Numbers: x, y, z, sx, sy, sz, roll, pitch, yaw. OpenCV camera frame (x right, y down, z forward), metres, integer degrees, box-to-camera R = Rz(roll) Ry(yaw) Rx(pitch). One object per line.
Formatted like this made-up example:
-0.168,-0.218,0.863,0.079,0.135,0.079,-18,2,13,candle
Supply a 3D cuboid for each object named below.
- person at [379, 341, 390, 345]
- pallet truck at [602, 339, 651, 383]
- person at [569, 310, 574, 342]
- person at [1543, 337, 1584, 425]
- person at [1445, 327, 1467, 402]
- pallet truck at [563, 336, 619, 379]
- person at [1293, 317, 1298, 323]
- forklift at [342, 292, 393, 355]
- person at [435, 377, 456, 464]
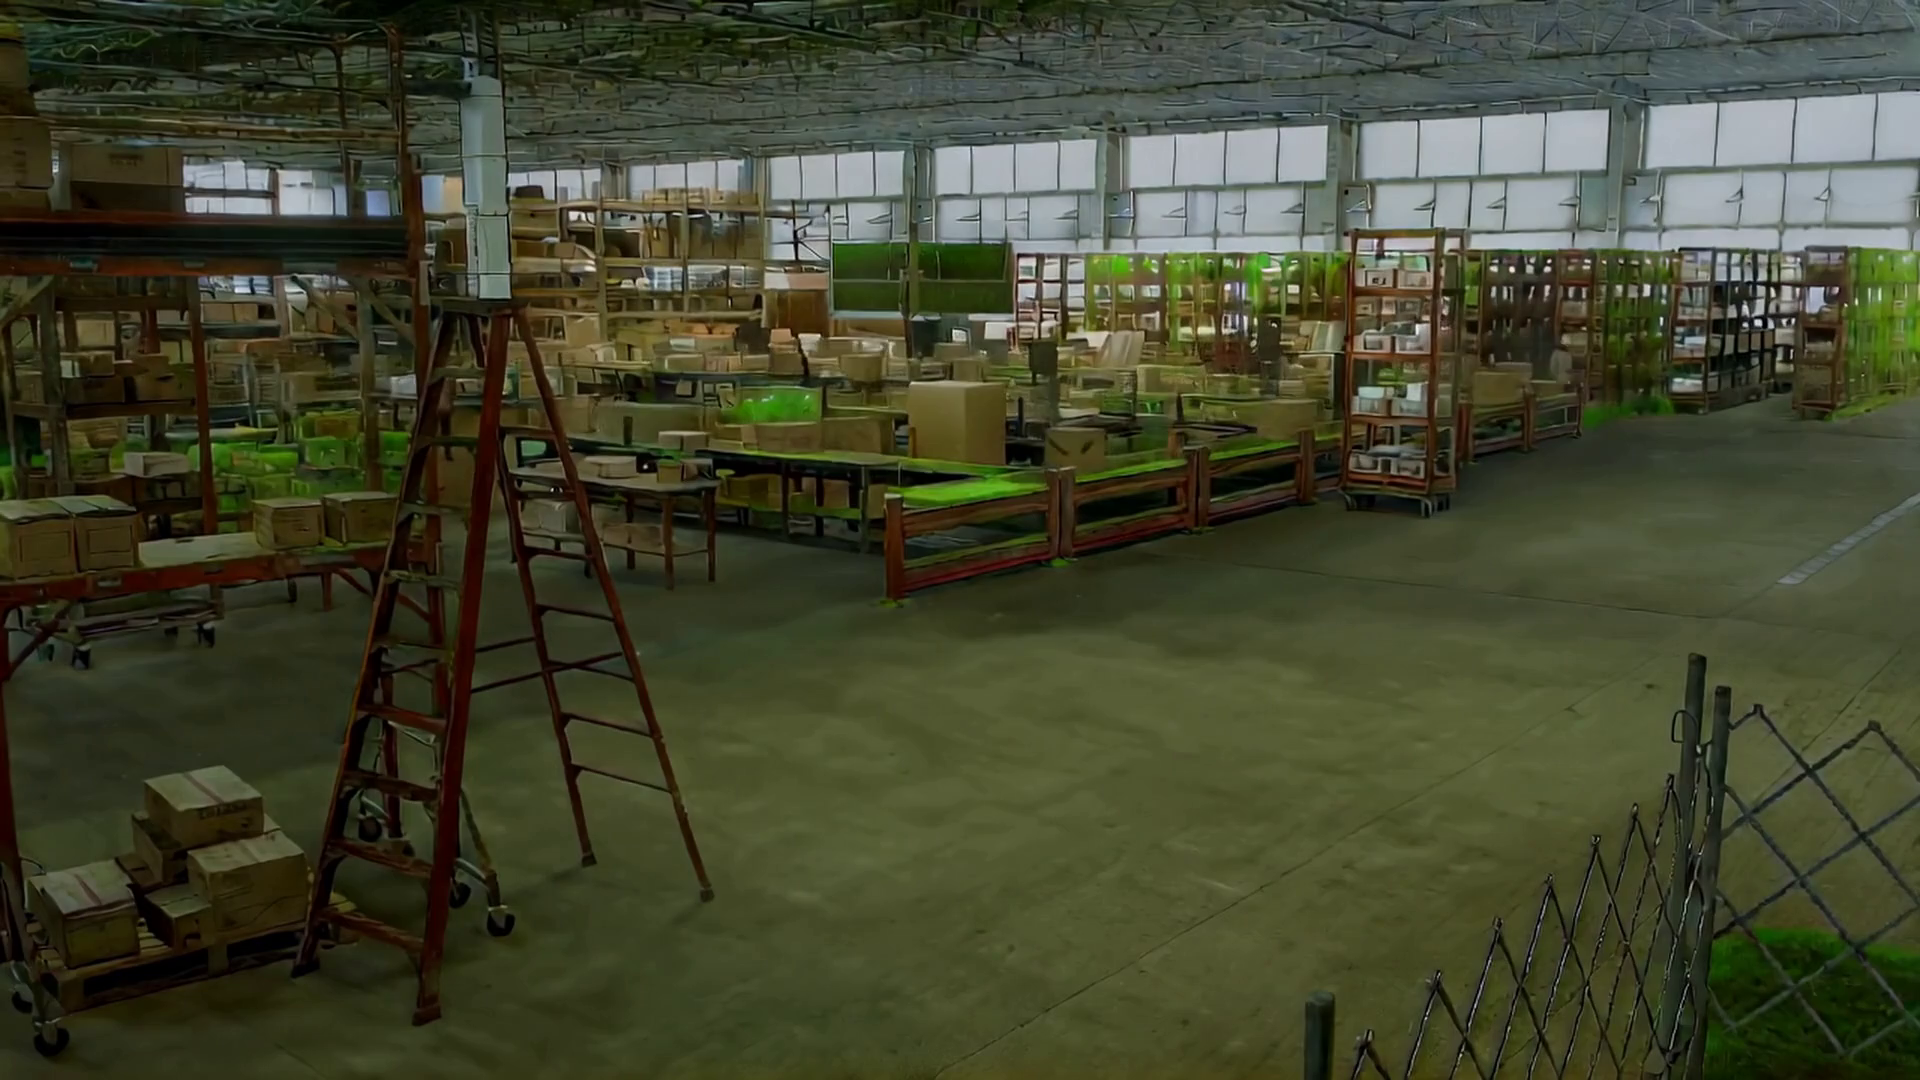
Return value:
-16.463,-5.439,47.158,1.089,1.884,0.620,-6,11,-32,person
-8.991,-4.871,45.351,0.653,1.274,1.630,7,11,37,pallet truck
-15.015,-8.097,64.271,0.901,1.687,0.503,-4,10,-22,person
12.001,-3.150,33.116,0.588,1.771,0.963,-4,10,-22,person
10.713,-3.637,35.812,0.669,1.887,0.418,-8,12,-42,person
-10.690,-5.294,48.215,1.601,1.201,0.680,-5,10,-26,pallet truck
10.262,-6.051,50.606,0.414,1.985,0.612,7,11,36,person
-16.485,-5.622,45.120,1.129,2.768,1.873,7,11,37,forklift
-8.295,-2.101,26.617,0.328,1.765,0.532,7,11,37,person
